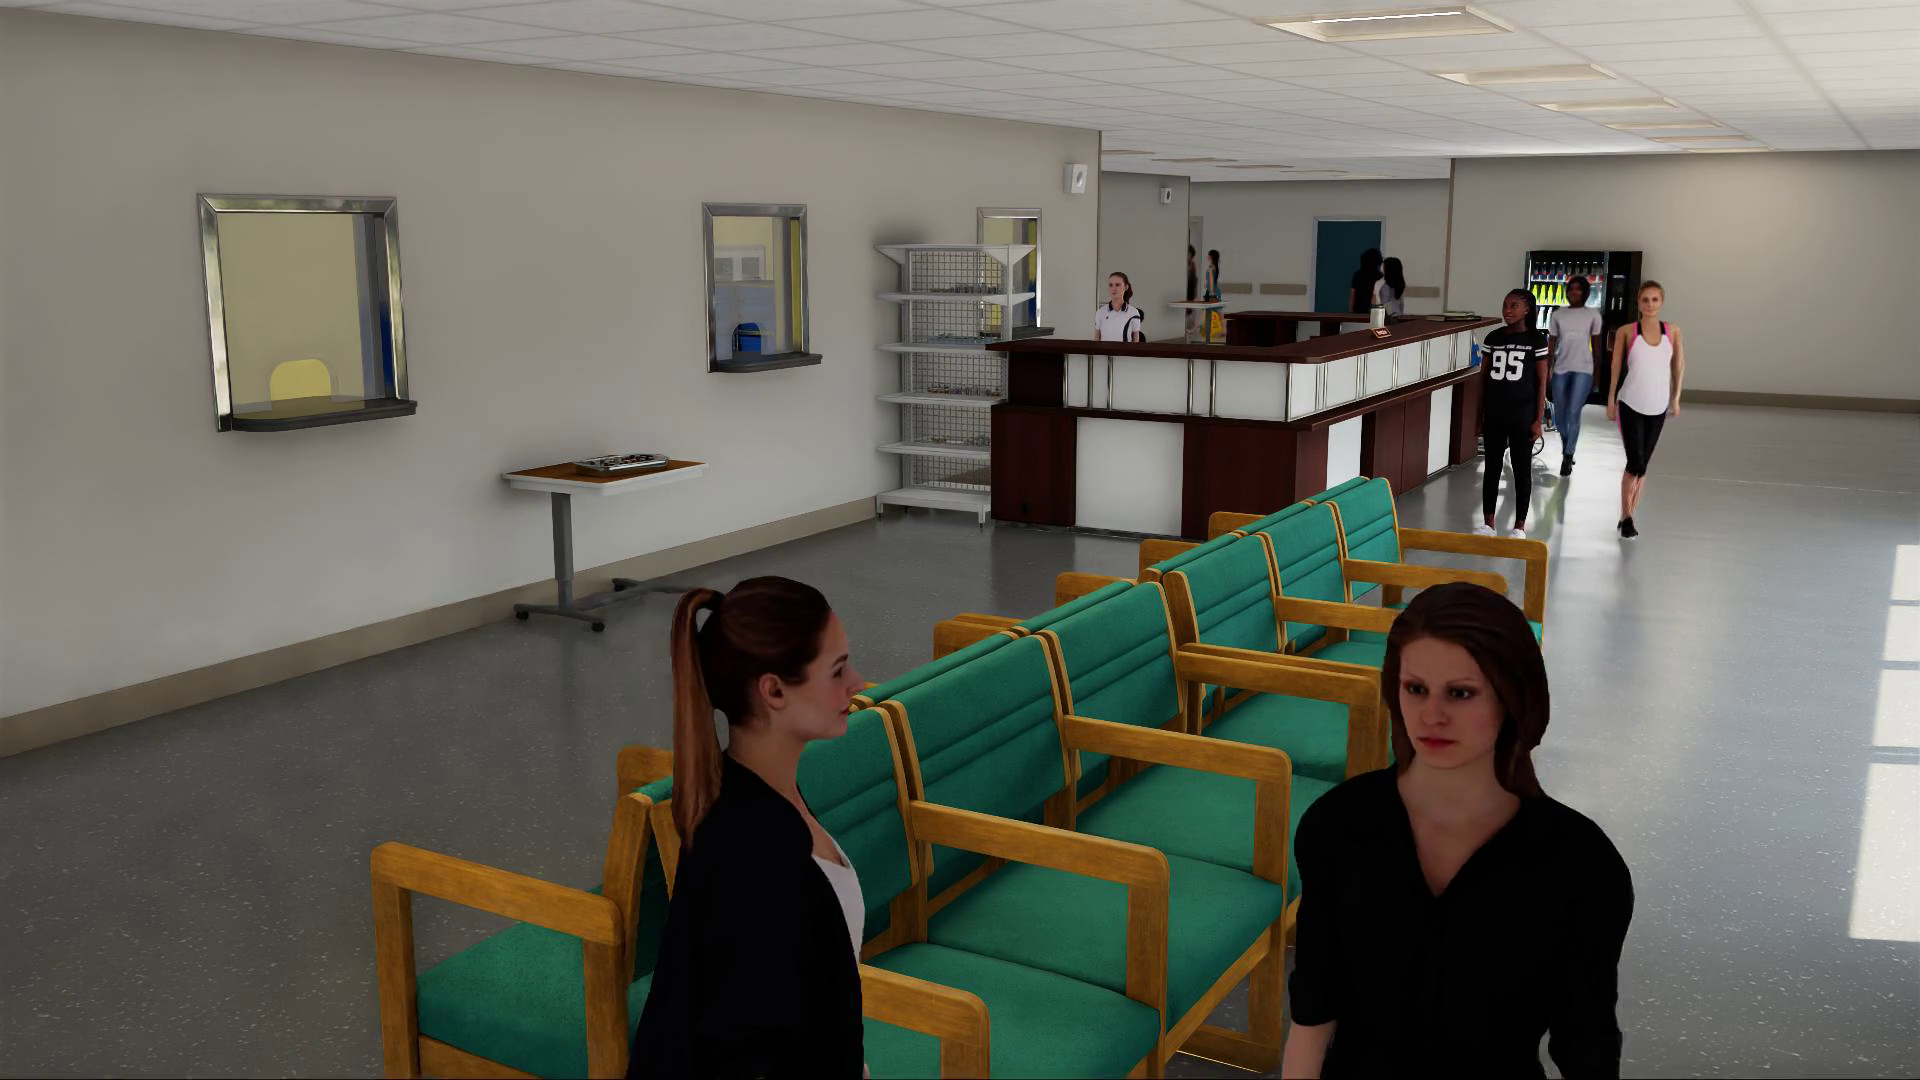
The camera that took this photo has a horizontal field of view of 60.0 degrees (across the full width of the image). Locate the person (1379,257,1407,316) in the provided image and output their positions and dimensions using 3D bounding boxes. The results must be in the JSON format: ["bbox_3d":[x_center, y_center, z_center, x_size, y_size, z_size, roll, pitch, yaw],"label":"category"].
[{"bbox_3d":[5.670,-2.772,21.499,0.909,1.724,0.725,10,15,43],"label":"person"}]

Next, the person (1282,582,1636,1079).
[{"bbox_3d":[0.669,0.873,2.366,0.684,1.696,0.693,5,12,22],"label":"person"}]

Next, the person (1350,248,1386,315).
[{"bbox_3d":[5.743,-3.218,23.604,0.606,1.804,0.719,5,12,25],"label":"person"}]

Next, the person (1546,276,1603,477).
[{"bbox_3d":[5.343,-1.423,14.471,0.970,1.695,0.646,6,12,29],"label":"person"}]

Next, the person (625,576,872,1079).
[{"bbox_3d":[-0.394,0.882,2.409,0.940,1.663,0.878,-3,11,-15],"label":"person"}]

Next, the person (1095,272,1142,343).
[{"bbox_3d":[1.359,-1.436,14.390,0.543,1.750,0.682,3,11,15],"label":"person"}]

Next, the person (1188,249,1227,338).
[{"bbox_3d":[4.875,-4.645,31.586,1.000,1.644,0.568,7,13,32],"label":"person"}]

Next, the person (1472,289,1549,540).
[{"bbox_3d":[3.731,-0.833,11.270,0.540,1.729,0.706,9,14,38],"label":"person"}]

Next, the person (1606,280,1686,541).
[{"bbox_3d":[4.688,-0.891,11.477,0.751,1.766,0.802,1,11,6],"label":"person"}]

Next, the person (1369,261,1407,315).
[{"bbox_3d":[5.808,-2.963,22.520,0.926,1.689,0.987,-8,13,-35],"label":"person"}]
